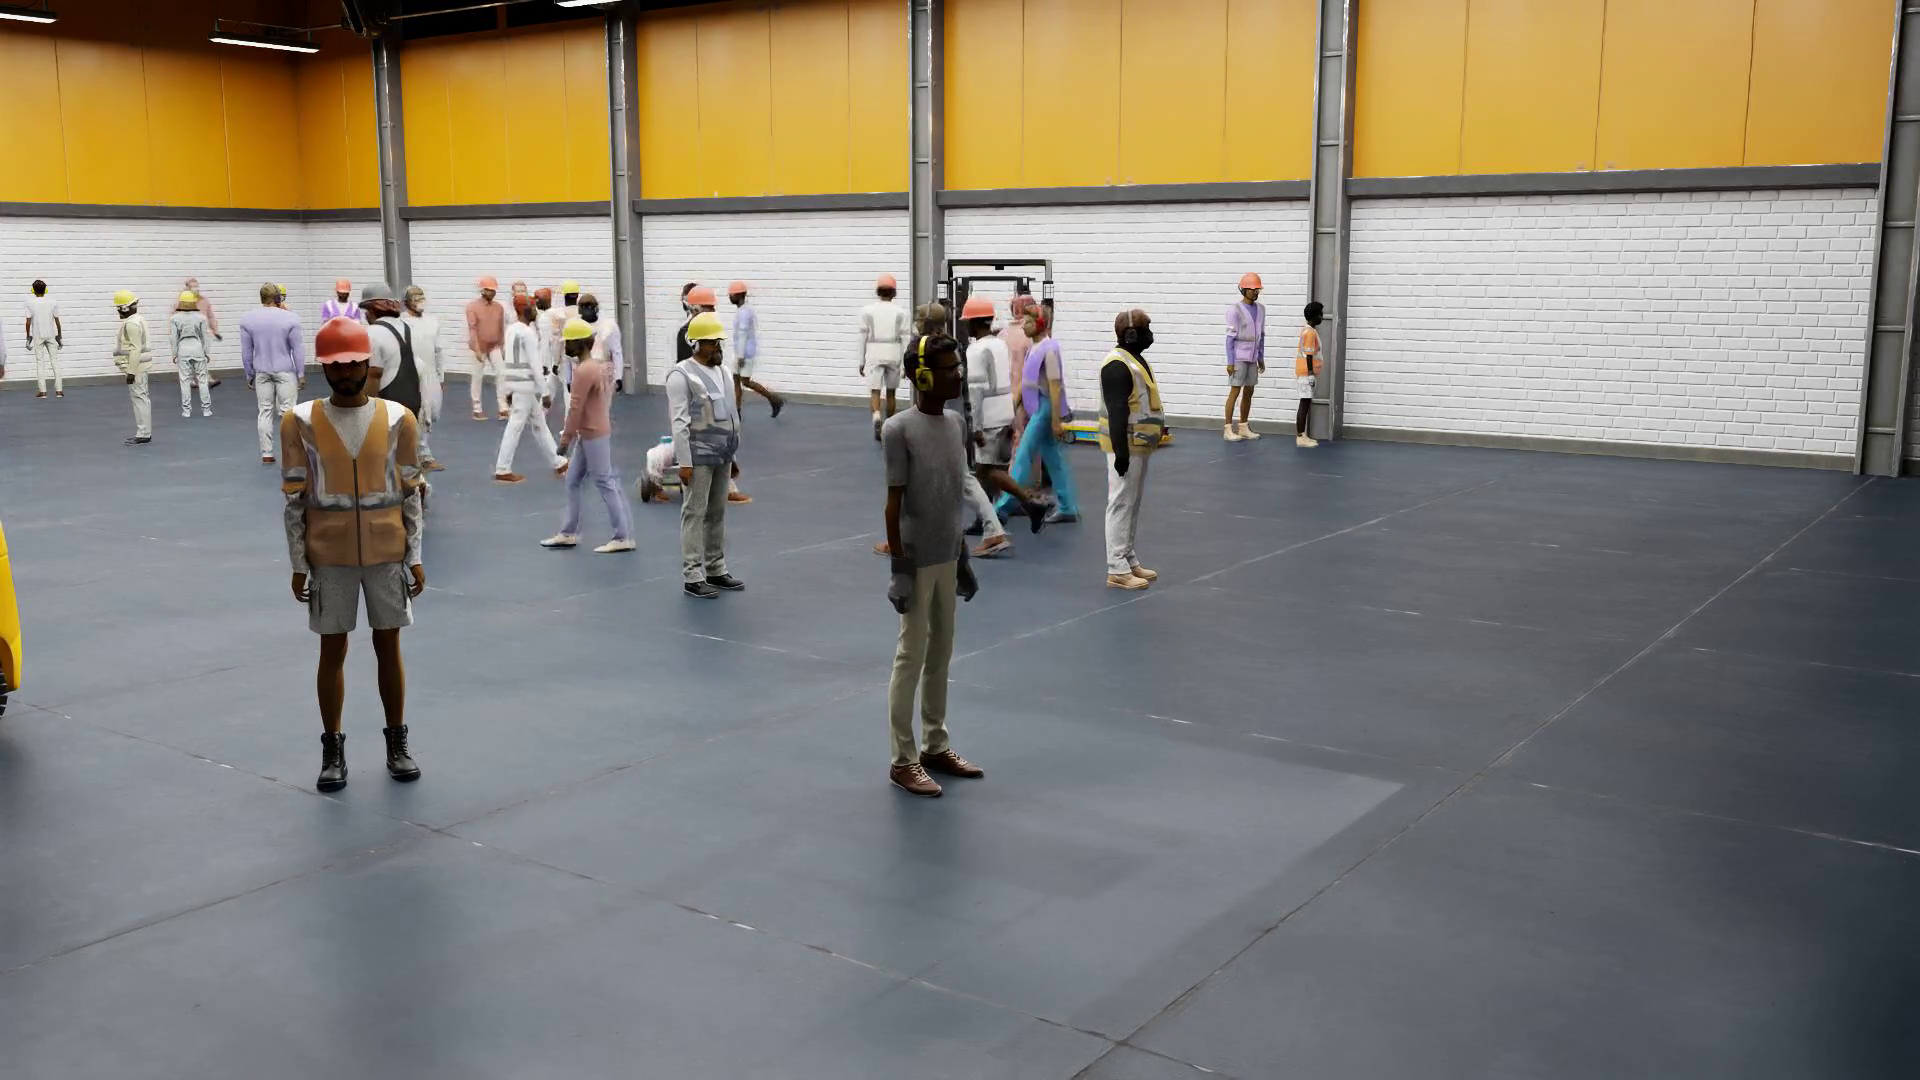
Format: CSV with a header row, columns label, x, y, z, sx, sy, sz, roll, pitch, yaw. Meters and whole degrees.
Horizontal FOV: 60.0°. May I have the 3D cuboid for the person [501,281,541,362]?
label,x,y,z,sx,sy,sz,roll,pitch,yaw
person,-6.030,-2.643,23.096,0.664,1.864,0.933,-8,12,-40

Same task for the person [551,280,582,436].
label,x,y,z,sx,sy,sz,roll,pitch,yaw
person,-4.779,-2.252,20.608,0.587,1.930,0.360,-7,12,-36

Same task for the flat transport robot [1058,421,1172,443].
label,x,y,z,sx,sy,sz,roll,pitch,yaw
flat transport robot,1.723,-1.275,19.718,1.431,0.197,0.652,6,11,30

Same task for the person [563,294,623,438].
label,x,y,z,sx,sy,sz,roll,pitch,yaw
person,-3.955,-1.737,17.925,0.646,1.793,0.940,-1,10,-7

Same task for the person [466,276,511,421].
label,x,y,z,sx,sy,sz,roll,pitch,yaw
person,-6.319,-2.562,22.359,0.619,1.946,0.926,-9,13,-43

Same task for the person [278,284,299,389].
label,x,y,z,sx,sy,sz,roll,pitch,yaw
person,-11.377,-3.395,27.904,0.525,1.769,0.315,3,10,15

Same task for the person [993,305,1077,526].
label,x,y,z,sx,sy,sz,roll,pitch,yaw
person,0.552,-1.005,13.566,0.939,1.797,0.579,-1,10,-6

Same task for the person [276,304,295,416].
label,x,y,z,sx,sy,sz,roll,pitch,yaw
person,-9.359,-2.490,22.973,0.539,1.619,0.642,-4,10,-24

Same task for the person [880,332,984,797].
label,x,y,z,sx,sy,sz,roll,pitch,yaw
person,-0.109,0.092,6.808,0.326,1.877,0.518,7,12,35

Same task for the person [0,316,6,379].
label,x,y,z,sx,sy,sz,roll,pitch,yaw
person,-11.669,-2.100,19.727,0.625,1.926,0.436,-5,11,-28

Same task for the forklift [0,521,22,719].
label,x,y,z,sx,sy,sz,roll,pitch,yaw
forklift,-5.296,-0.090,6.943,1.214,2.155,2.313,7,12,35

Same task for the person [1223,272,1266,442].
label,x,y,z,sx,sy,sz,roll,pitch,yaw
person,3.436,-2.185,19.943,0.624,2.030,0.449,-8,12,-39

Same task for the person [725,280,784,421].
label,x,y,z,sx,sy,sz,roll,pitch,yaw
person,-2.820,-2.532,22.333,0.797,1.911,0.555,-2,10,-12

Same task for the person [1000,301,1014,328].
label,x,y,z,sx,sy,sz,roll,pitch,yaw
person,0.743,-2.292,21.635,0.551,1.649,0.876,-2,10,-12

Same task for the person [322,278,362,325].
label,x,y,z,sx,sy,sz,roll,pitch,yaw
person,-9.066,-2.884,24.471,0.568,1.891,0.906,-5,11,-28

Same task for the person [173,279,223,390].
label,x,y,z,sx,sy,sz,roll,pitch,yaw
person,-12.856,-3.465,28.070,1.038,1.848,0.644,5,11,26

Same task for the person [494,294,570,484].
label,x,y,z,sx,sy,sz,roll,pitch,yaw
person,-4.151,-1.469,16.225,0.960,1.829,0.603,-6,11,-32

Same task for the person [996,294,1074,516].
label,x,y,z,sx,sy,sz,roll,pitch,yaw
person,0.653,-1.144,14.193,0.782,1.873,0.693,-6,11,-31

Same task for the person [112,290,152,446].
label,x,y,z,sx,sy,sz,roll,pitch,yaw
person,-9.699,-2.014,19.509,0.403,1.822,0.588,-3,10,-19

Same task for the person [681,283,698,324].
label,x,y,z,sx,sy,sz,roll,pitch,yaw
person,-3.105,-2.026,19.339,0.512,1.897,0.606,0,10,-1

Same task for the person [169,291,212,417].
label,x,y,z,sx,sy,sz,roll,pitch,yaw
person,-10.710,-2.587,23.154,0.493,1.742,0.322,-5,11,-26

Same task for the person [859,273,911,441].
label,x,y,z,sx,sy,sz,roll,pitch,yaw
person,-0.892,-2.144,19.691,0.626,2.019,0.796,0,10,-1

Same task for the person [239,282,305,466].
label,x,y,z,sx,sy,sz,roll,pitch,yaw
person,-7.251,-1.750,17.597,0.630,1.936,0.366,-1,10,-4

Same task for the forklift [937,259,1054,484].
label,x,y,z,sx,sy,sz,roll,pitch,yaw
forklift,0.370,-1.738,16.759,1.214,2.155,2.313,1,10,3

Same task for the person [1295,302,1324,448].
label,x,y,z,sx,sy,sz,roll,pitch,yaw
person,4.062,-1.922,19.353,0.317,1.693,0.535,2,10,11

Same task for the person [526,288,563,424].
label,x,y,z,sx,sy,sz,roll,pitch,yaw
person,-5.199,-2.313,21.311,0.995,1.811,0.578,1,10,5

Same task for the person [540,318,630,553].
label,x,y,z,sx,sy,sz,roll,pitch,yaw
person,-2.829,-0.755,12.288,0.799,1.735,0.534,-1,10,-8

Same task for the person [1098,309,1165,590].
label,x,y,z,sx,sy,sz,roll,pitch,yaw
person,1.141,-0.606,11.058,0.429,1.846,0.633,3,10,18

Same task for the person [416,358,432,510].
label,x,y,z,sx,sy,sz,roll,pitch,yaw
person,-4.787,-1.045,14.409,0.708,1.608,0.512,7,12,37

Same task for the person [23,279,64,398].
label,x,y,z,sx,sy,sz,roll,pitch,yaw
person,-14.524,-3.186,26.363,0.534,1.864,0.309,-8,12,-38

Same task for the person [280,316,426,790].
label,x,y,z,sx,sy,sz,roll,pitch,yaw
person,-2.478,0.055,6.842,0.547,1.938,0.359,-4,10,-25

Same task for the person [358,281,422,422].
label,x,y,z,sx,sy,sz,roll,pitch,yaw
person,-4.610,-1.081,13.301,0.608,2.000,0.698,3,10,17

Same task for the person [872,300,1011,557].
label,x,y,z,sx,sy,sz,roll,pitch,yaw
person,-0.100,-0.792,12.087,1.010,1.890,0.646,3,10,16

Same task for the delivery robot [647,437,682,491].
label,x,y,z,sx,sy,sz,roll,pitch,yaw
delivery robot,-2.670,-0.699,15.163,0.477,0.478,0.707,-2,10,-12

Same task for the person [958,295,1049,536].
label,x,y,z,sx,sy,sz,roll,pitch,yaw
person,0.338,-0.933,12.846,0.782,1.908,0.560,5,11,27

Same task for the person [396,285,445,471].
label,x,y,z,sx,sy,sz,roll,pitch,yaw
person,-5.642,-1.673,17.194,0.716,1.917,0.636,5,11,29

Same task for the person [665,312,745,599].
label,x,y,z,sx,sy,sz,roll,pitch,yaw
person,-1.625,-0.550,10.756,0.404,1.833,0.588,5,11,27

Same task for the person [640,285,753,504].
label,x,y,z,sx,sy,sz,roll,pitch,yaw
person,-2.377,-1.282,14.762,0.964,1.959,0.612,3,10,18
